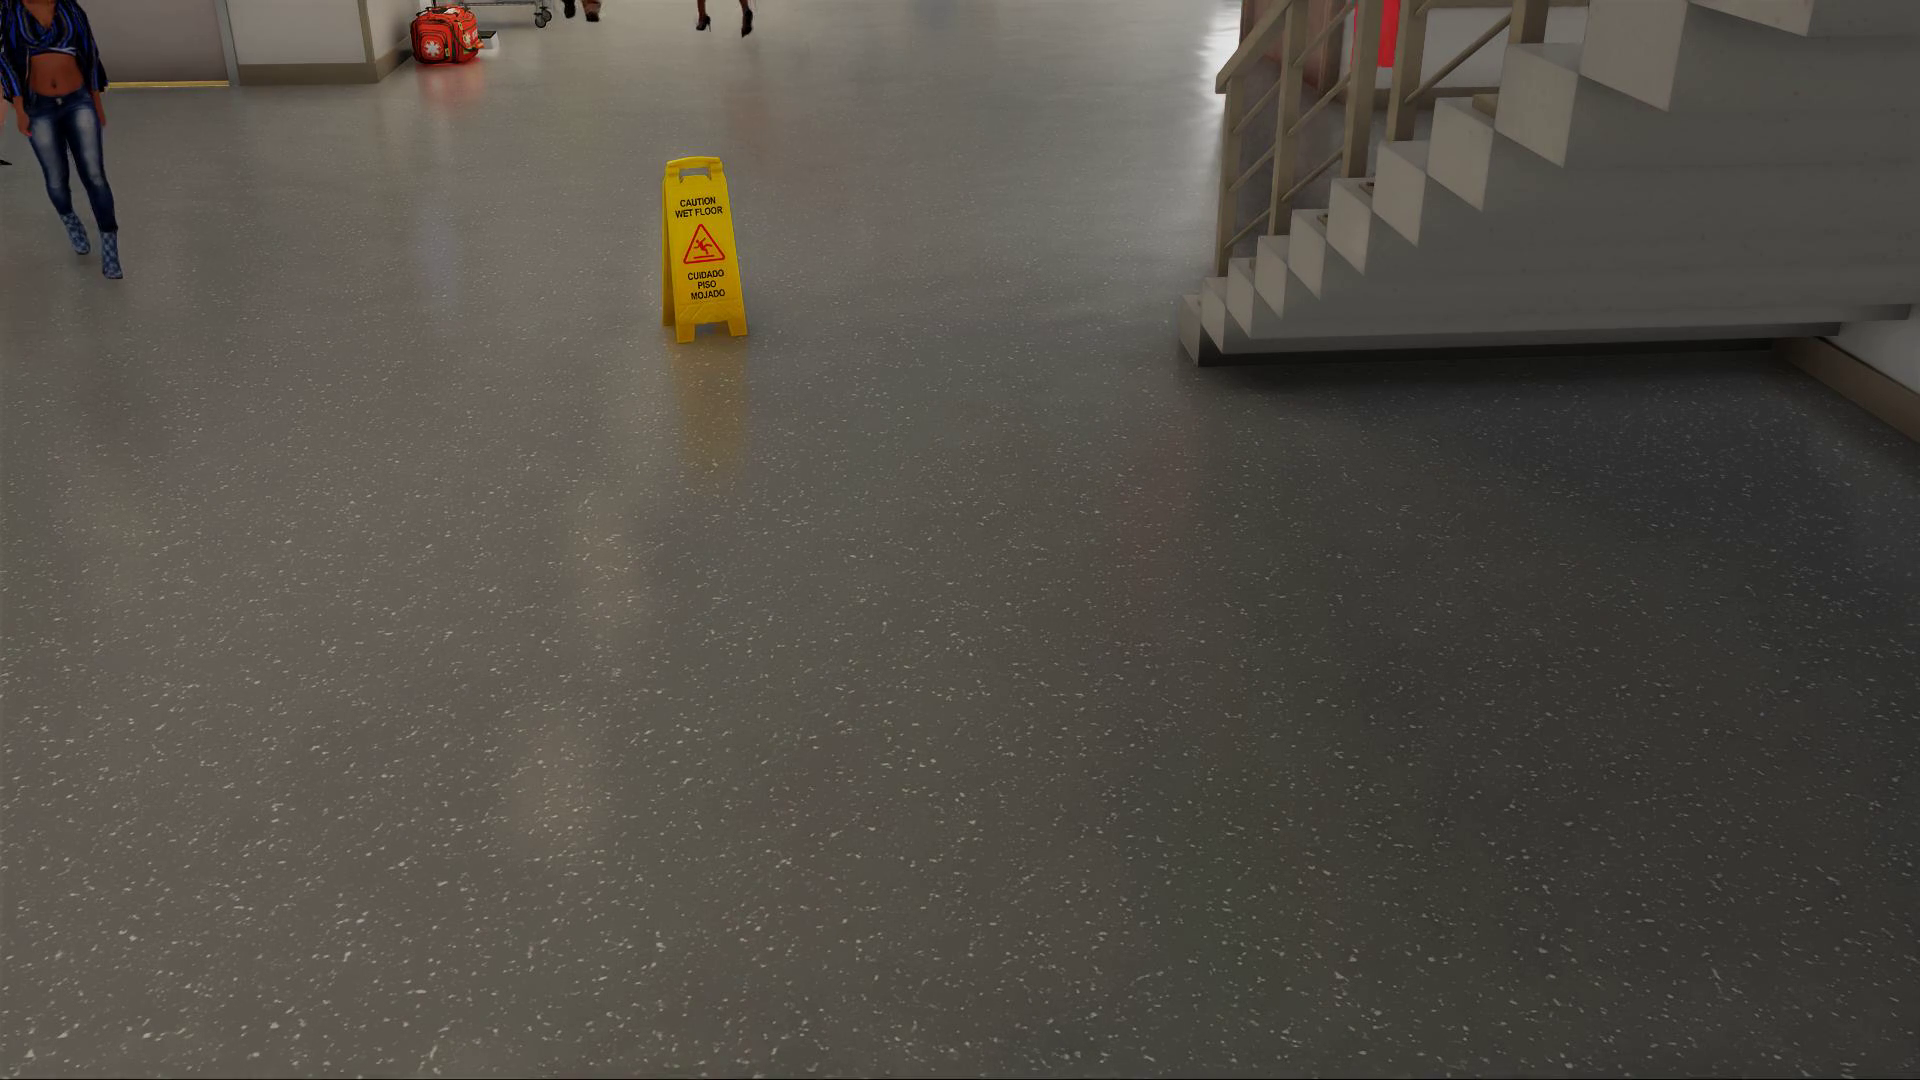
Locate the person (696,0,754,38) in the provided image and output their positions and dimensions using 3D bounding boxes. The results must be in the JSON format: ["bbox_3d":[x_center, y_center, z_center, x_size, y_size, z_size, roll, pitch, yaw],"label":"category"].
[{"bbox_3d":[-2.045,-5.216,14.465,0.940,1.696,1.190,-18,31,-32],"label":"person"}]

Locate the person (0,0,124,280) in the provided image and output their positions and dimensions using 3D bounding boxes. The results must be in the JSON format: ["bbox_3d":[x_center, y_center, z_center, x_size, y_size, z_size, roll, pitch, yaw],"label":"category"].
[{"bbox_3d":[-4.408,-2.089,8.106,0.859,1.586,1.069,-13,29,-25],"label":"person"}]

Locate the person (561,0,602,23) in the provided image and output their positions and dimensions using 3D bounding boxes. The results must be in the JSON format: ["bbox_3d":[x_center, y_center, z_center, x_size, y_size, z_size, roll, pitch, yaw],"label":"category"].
[{"bbox_3d":[-3.575,-5.752,15.422,0.802,1.829,0.788,-9,27,-18],"label":"person"}]
